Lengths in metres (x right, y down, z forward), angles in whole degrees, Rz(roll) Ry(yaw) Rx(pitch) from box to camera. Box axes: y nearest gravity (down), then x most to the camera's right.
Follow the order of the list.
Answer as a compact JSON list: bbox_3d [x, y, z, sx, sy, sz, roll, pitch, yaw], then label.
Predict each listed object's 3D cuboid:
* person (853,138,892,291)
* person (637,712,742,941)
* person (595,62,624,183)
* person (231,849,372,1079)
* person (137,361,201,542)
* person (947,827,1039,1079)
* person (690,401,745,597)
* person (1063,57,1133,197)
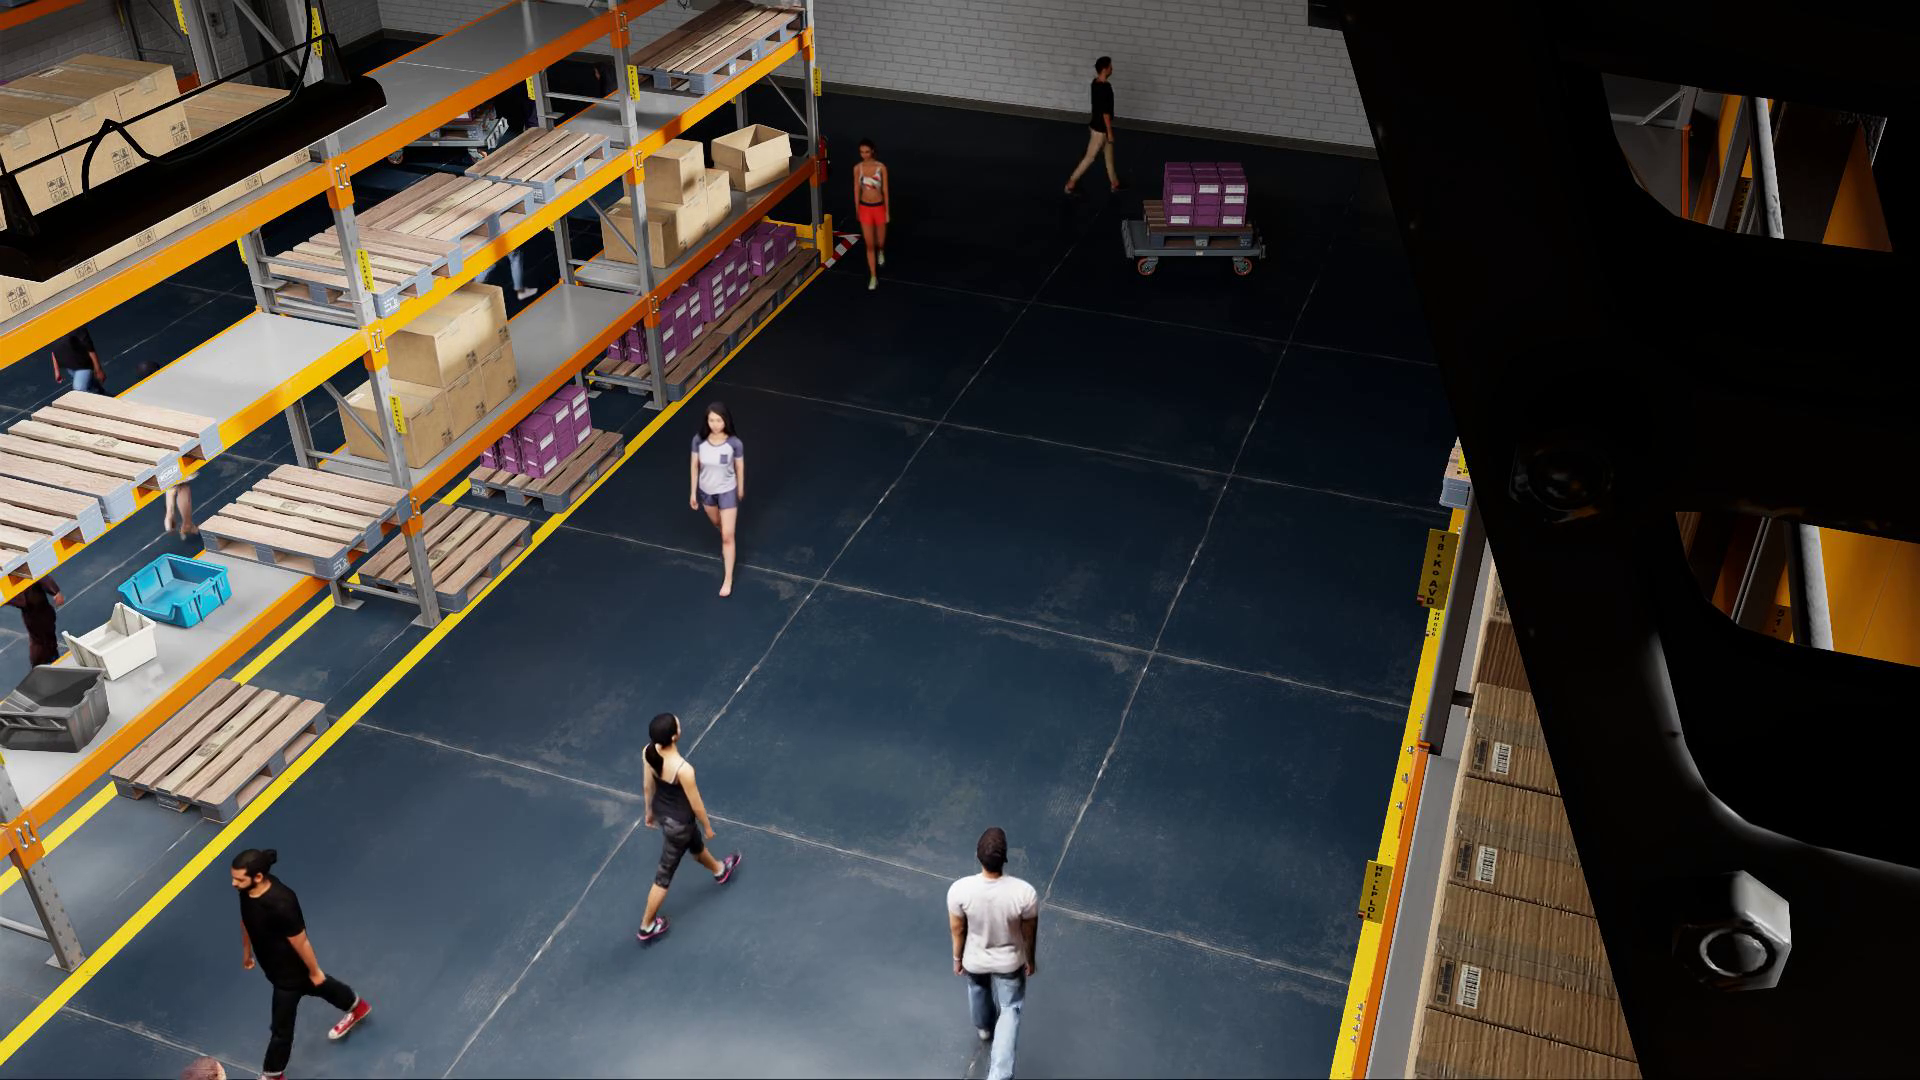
[{"bbox_3d":[-0.996,-3.831,19.285,0.735,1.772,0.982,3,34,4],"label":"person"},{"bbox_3d":[-1.909,1.883,10.772,0.860,1.681,1.228,25,41,32],"label":"person"},{"bbox_3d":[-4.530,-5.542,22.009,0.823,1.606,0.781,0,34,1],"label":"person"},{"bbox_3d":[-3.931,2.458,9.878,0.939,1.712,1.248,26,42,33],"label":"person"},{"bbox_3d":[-7.002,-0.716,14.606,0.646,1.764,0.767,14,36,20],"label":"person"},{"bbox_3d":[0.185,2.481,9.727,0.835,1.840,1.175,4,34,7],"label":"person"},{"bbox_3d":[-2.063,-0.456,14.301,0.718,1.668,1.114,5,34,8],"label":"person"},{"bbox_3d":[1.714,-5.277,21.420,1.073,1.817,1.205,-4,34,-6],"label":"person"}]
